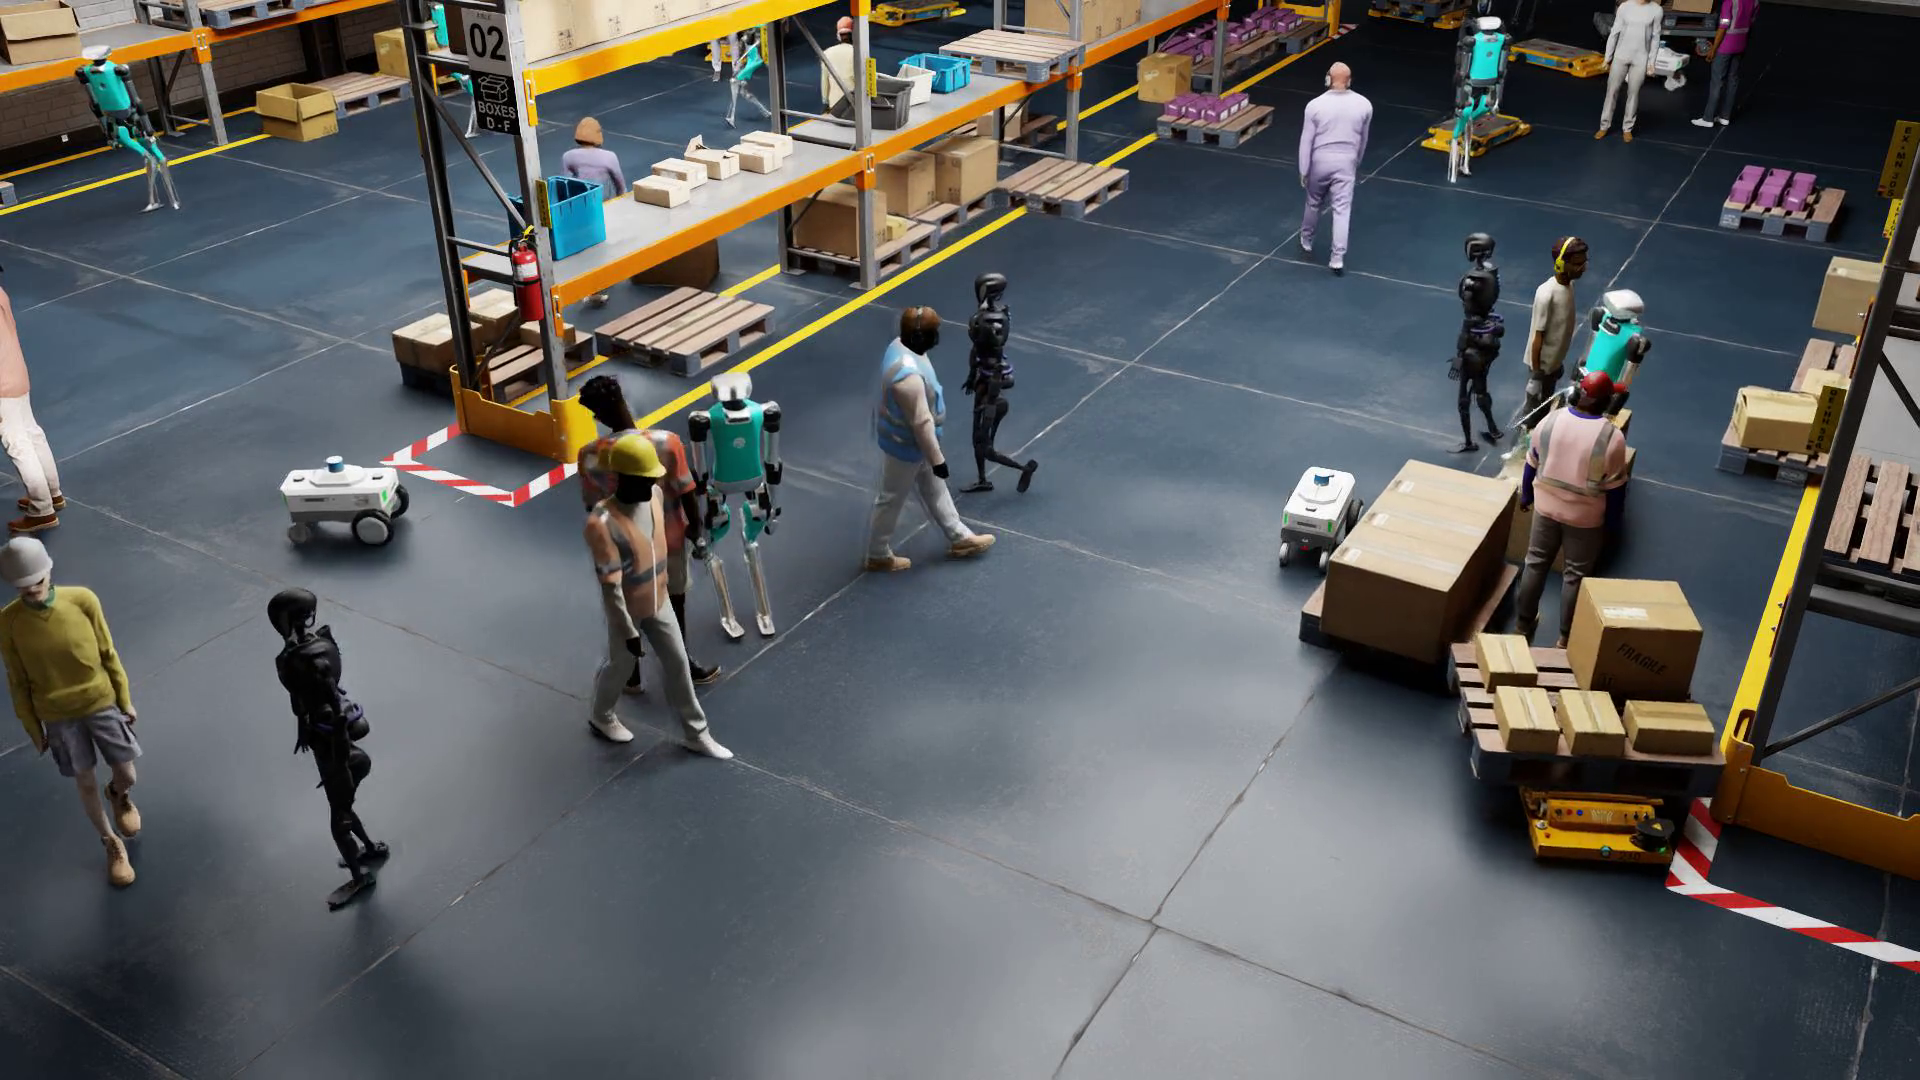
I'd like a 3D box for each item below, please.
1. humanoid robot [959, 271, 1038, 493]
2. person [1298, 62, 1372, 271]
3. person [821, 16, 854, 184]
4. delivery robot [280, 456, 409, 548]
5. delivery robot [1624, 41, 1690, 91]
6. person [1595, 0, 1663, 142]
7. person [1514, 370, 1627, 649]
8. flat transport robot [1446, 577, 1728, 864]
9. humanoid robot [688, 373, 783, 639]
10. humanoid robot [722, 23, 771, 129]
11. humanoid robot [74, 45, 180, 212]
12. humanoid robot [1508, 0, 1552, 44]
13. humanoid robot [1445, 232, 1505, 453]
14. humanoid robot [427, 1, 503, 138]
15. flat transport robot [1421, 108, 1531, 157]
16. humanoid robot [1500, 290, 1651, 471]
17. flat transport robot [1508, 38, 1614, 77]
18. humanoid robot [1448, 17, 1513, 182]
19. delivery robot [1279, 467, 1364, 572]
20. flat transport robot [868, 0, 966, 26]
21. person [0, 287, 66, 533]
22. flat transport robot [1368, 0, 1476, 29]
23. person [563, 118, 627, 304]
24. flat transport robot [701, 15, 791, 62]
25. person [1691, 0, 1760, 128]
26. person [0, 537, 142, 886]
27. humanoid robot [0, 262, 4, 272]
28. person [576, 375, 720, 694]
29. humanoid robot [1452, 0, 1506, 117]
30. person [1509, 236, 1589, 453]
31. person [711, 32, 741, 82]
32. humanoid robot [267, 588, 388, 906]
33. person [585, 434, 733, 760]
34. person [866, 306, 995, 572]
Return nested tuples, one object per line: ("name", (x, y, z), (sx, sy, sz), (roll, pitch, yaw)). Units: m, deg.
("humanoid robot", (0.266, -1.070, 11.405), (0.537, 1.640, 0.602), (-7, 30, -11))
("person", (3.468, -3.487, 15.512), (0.643, 1.846, 0.995), (1, 30, 2))
("person", (-1.228, -4.688, 17.772), (0.597, 1.708, 0.756), (8, 30, 14))
("delivery robot", (-4.115, -0.275, 11.136), (0.779, 0.594, 0.499), (-2, 30, -3))
("delivery robot", (9.019, -6.162, 21.555), (0.791, 0.598, 0.499), (25, 38, 37))
("person", (7.699, -5.539, 19.086), (0.580, 1.897, 0.341), (11, 31, 19))
("person", (3.577, -0.176, 9.748), (0.610, 1.751, 0.418), (25, 38, 36))
("flat transport robot", (3.275, 1.180, 8.854), (0.659, 0.231, 1.431), (3, 30, 5))
("humanoid robot", (-1.343, -0.250, 9.825), (0.538, 1.728, 0.689), (-10, 31, -17))
("humanoid robot", (-2.587, -5.759, 19.703), (1.041, 1.793, 0.531), (-25, 38, -37))
("humanoid robot", (-8.355, -4.154, 16.824), (0.577, 1.797, 0.815), (0, 29, 1))
("humanoid robot", (7.919, -7.643, 23.028), (0.589, 1.656, 0.355), (7, 30, 13))
("humanoid robot", (3.778, -1.419, 12.030), (0.429, 1.645, 0.615), (19, 35, 31))
("humanoid robot", (-5.624, -5.434, 19.175), (0.764, 1.896, 0.547), (-25, 38, -37))
("flat transport robot", (6.006, -4.731, 19.310), (0.659, 0.231, 1.431), (24, 37, 36))
("humanoid robot", (3.862, -0.767, 10.836), (0.886, 1.781, 0.577), (-2, 30, -4))
("flat transport robot", (8.047, -6.519, 22.474), (0.659, 0.231, 1.431), (-20, 35, -31))
("humanoid robot", (5.481, -4.723, 17.849), (0.542, 1.843, 0.702), (-3, 30, -6))
("delivery robot", (2.367, -0.182, 10.986), (0.499, 0.607, 0.808), (12, 32, 20))
("flat transport robot", (-0.669, -7.968, 25.038), (1.431, 0.231, 0.659), (-22, 36, -34))
("person", (-6.328, -1.013, 10.980), (0.370, 1.996, 0.620), (-7, 30, -11))
("flat transport robot", (6.910, -7.882, 24.884), (0.659, 0.231, 1.431), (-26, 39, -38))
("person", (-3.254, -2.947, 14.816), (0.509, 1.581, 0.882), (5, 30, 8))
("flat transport robot", (-3.035, -6.891, 23.132), (0.659, 0.231, 1.431), (4, 30, 7))
("person", (9.053, -5.792, 19.587), (0.508, 1.845, 0.339), (-10, 31, -17))
("person", (-4.205, 0.793, 7.904), (0.495, 1.875, 0.449), (-18, 34, -28))
("humanoid robot", (-8.214, -2.323, 13.617), (0.600, 1.657, 0.406), (-21, 36, -32))
("person", (-1.738, -0.008, 9.283), (0.707, 1.926, 0.369), (1, 30, 2))
("humanoid robot", (6.035, -5.495, 19.283), (0.595, 1.615, 0.811), (11, 31, 19))
("person", (4.033, -1.182, 11.408), (0.312, 1.868, 0.527), (20, 35, 31))
("person", (-3.065, -6.923, 21.496), (0.481, 1.944, 0.432), (0, 29, 0))
("humanoid robot", (-2.971, 0.945, 7.847), (0.389, 1.652, 0.589), (-24, 37, -35))
("person", (-1.685, 0.325, 8.763), (0.879, 1.904, 0.590), (17, 34, 27))
("person", (-0.201, -0.607, 10.461), (0.914, 1.799, 0.634), (1, 29, 1))
